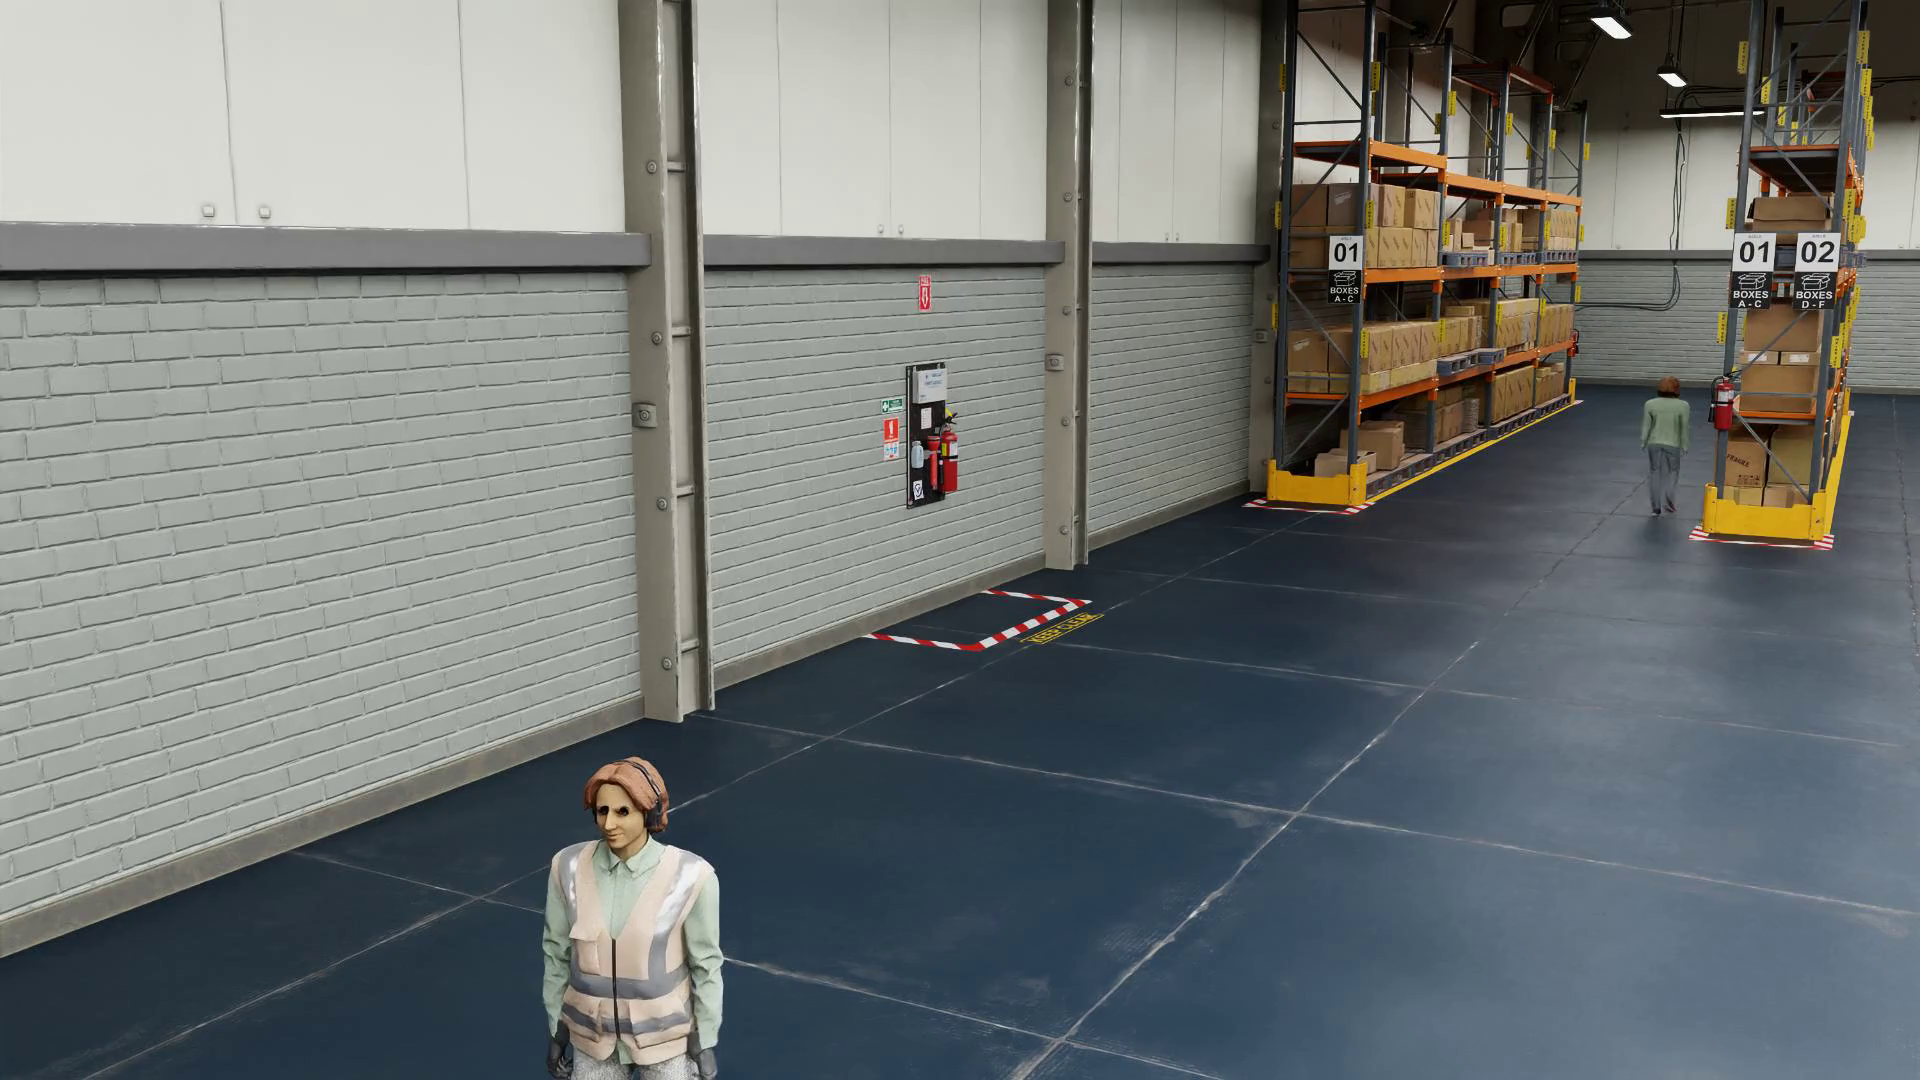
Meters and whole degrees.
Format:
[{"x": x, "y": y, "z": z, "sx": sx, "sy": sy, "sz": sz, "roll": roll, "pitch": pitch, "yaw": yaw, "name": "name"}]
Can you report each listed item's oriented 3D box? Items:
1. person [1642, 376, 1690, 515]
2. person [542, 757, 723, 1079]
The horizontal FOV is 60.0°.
[{"x": 8.175, "y": -1.094, "z": 19.290, "sx": 0.524, "sy": 1.614, "sz": 0.478, "roll": 5, "pitch": 11, "yaw": 29, "name": "person"}, {"x": -0.906, "y": 1.397, "z": 4.627, "sx": 0.514, "sy": 1.642, "sz": 0.310, "roll": 1, "pitch": 10, "yaw": 9, "name": "person"}]
